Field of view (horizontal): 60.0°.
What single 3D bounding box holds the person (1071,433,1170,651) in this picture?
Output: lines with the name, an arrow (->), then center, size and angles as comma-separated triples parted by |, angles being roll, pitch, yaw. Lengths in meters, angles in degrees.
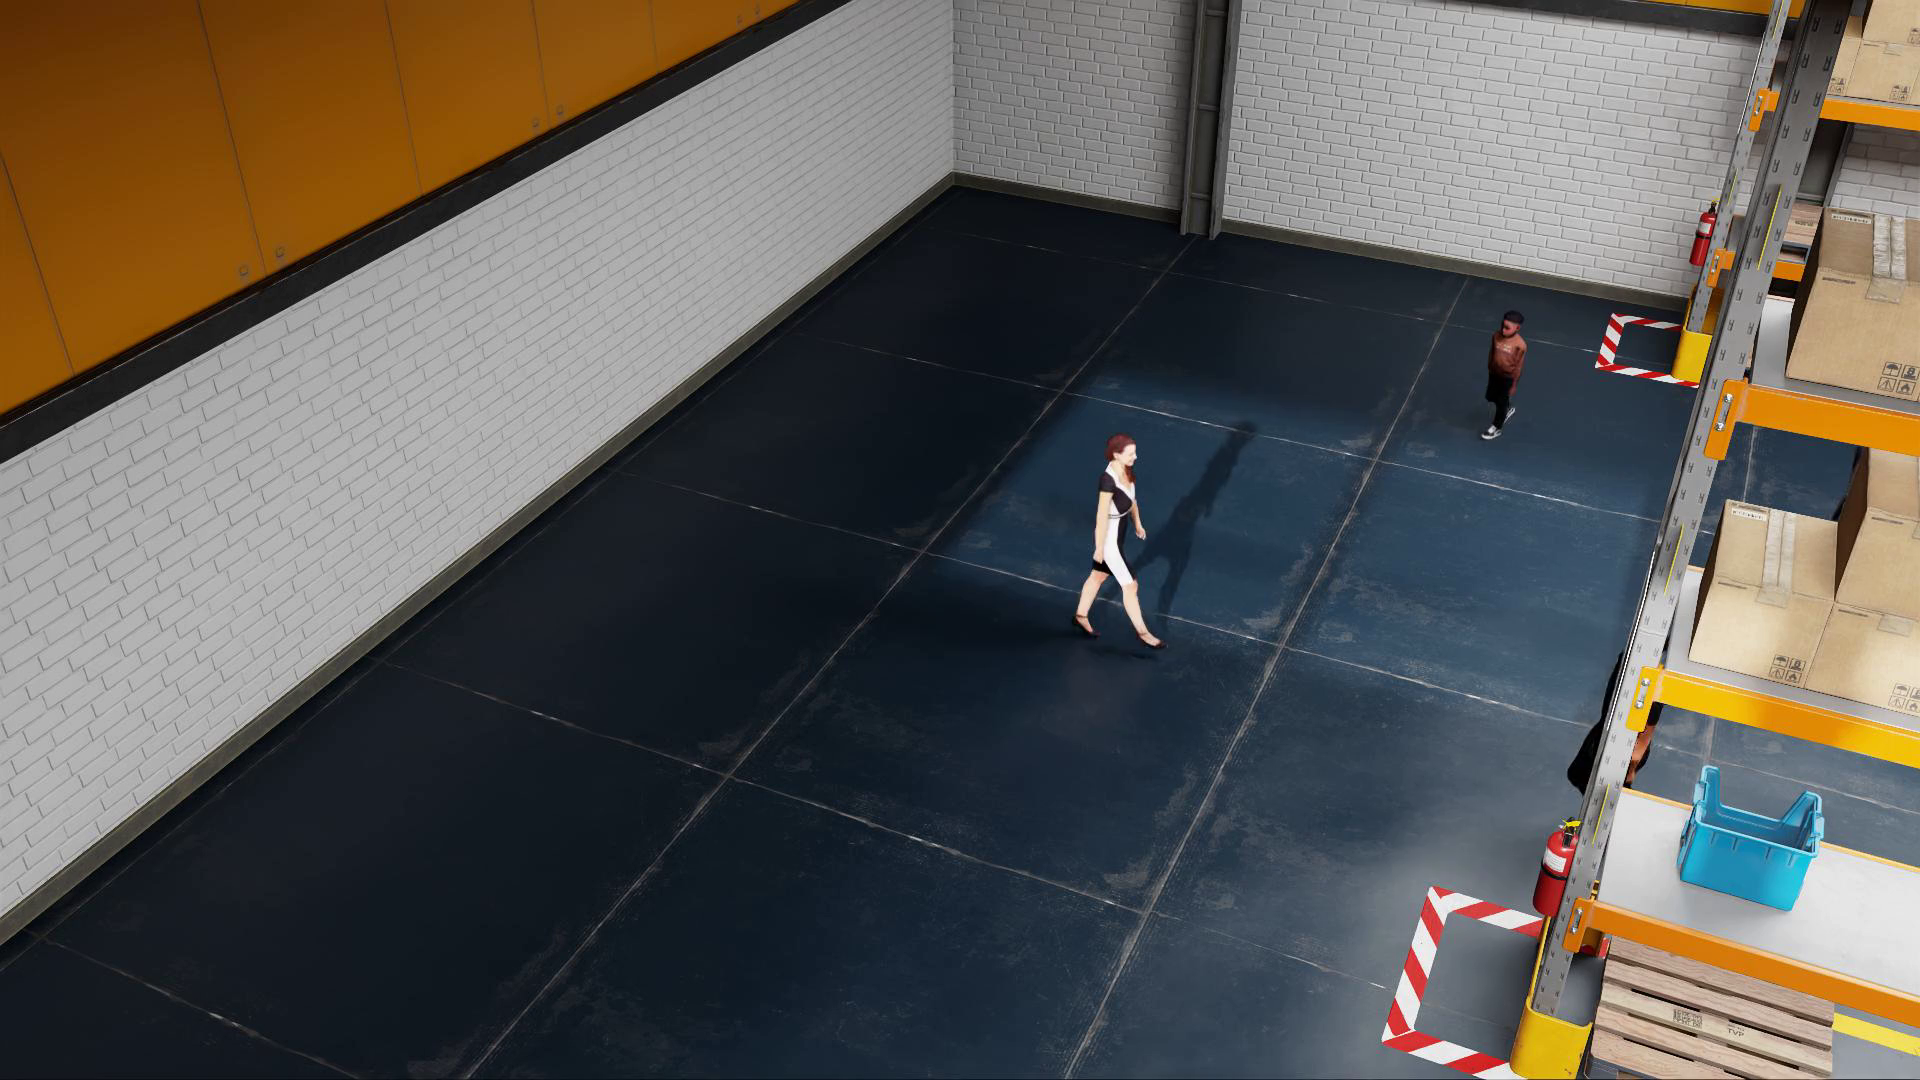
person -> 1.016, -0.003, 12.067 | 1.020, 1.771, 0.676 | 9, 35, 13

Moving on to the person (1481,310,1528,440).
person -> 4.903, -1.487, 14.783 | 0.740, 1.236, 0.703 | -22, 39, -29

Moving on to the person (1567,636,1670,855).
person -> 4.134, 1.238, 10.219 | 0.804, 1.748, 0.769 | -5, 34, -7
